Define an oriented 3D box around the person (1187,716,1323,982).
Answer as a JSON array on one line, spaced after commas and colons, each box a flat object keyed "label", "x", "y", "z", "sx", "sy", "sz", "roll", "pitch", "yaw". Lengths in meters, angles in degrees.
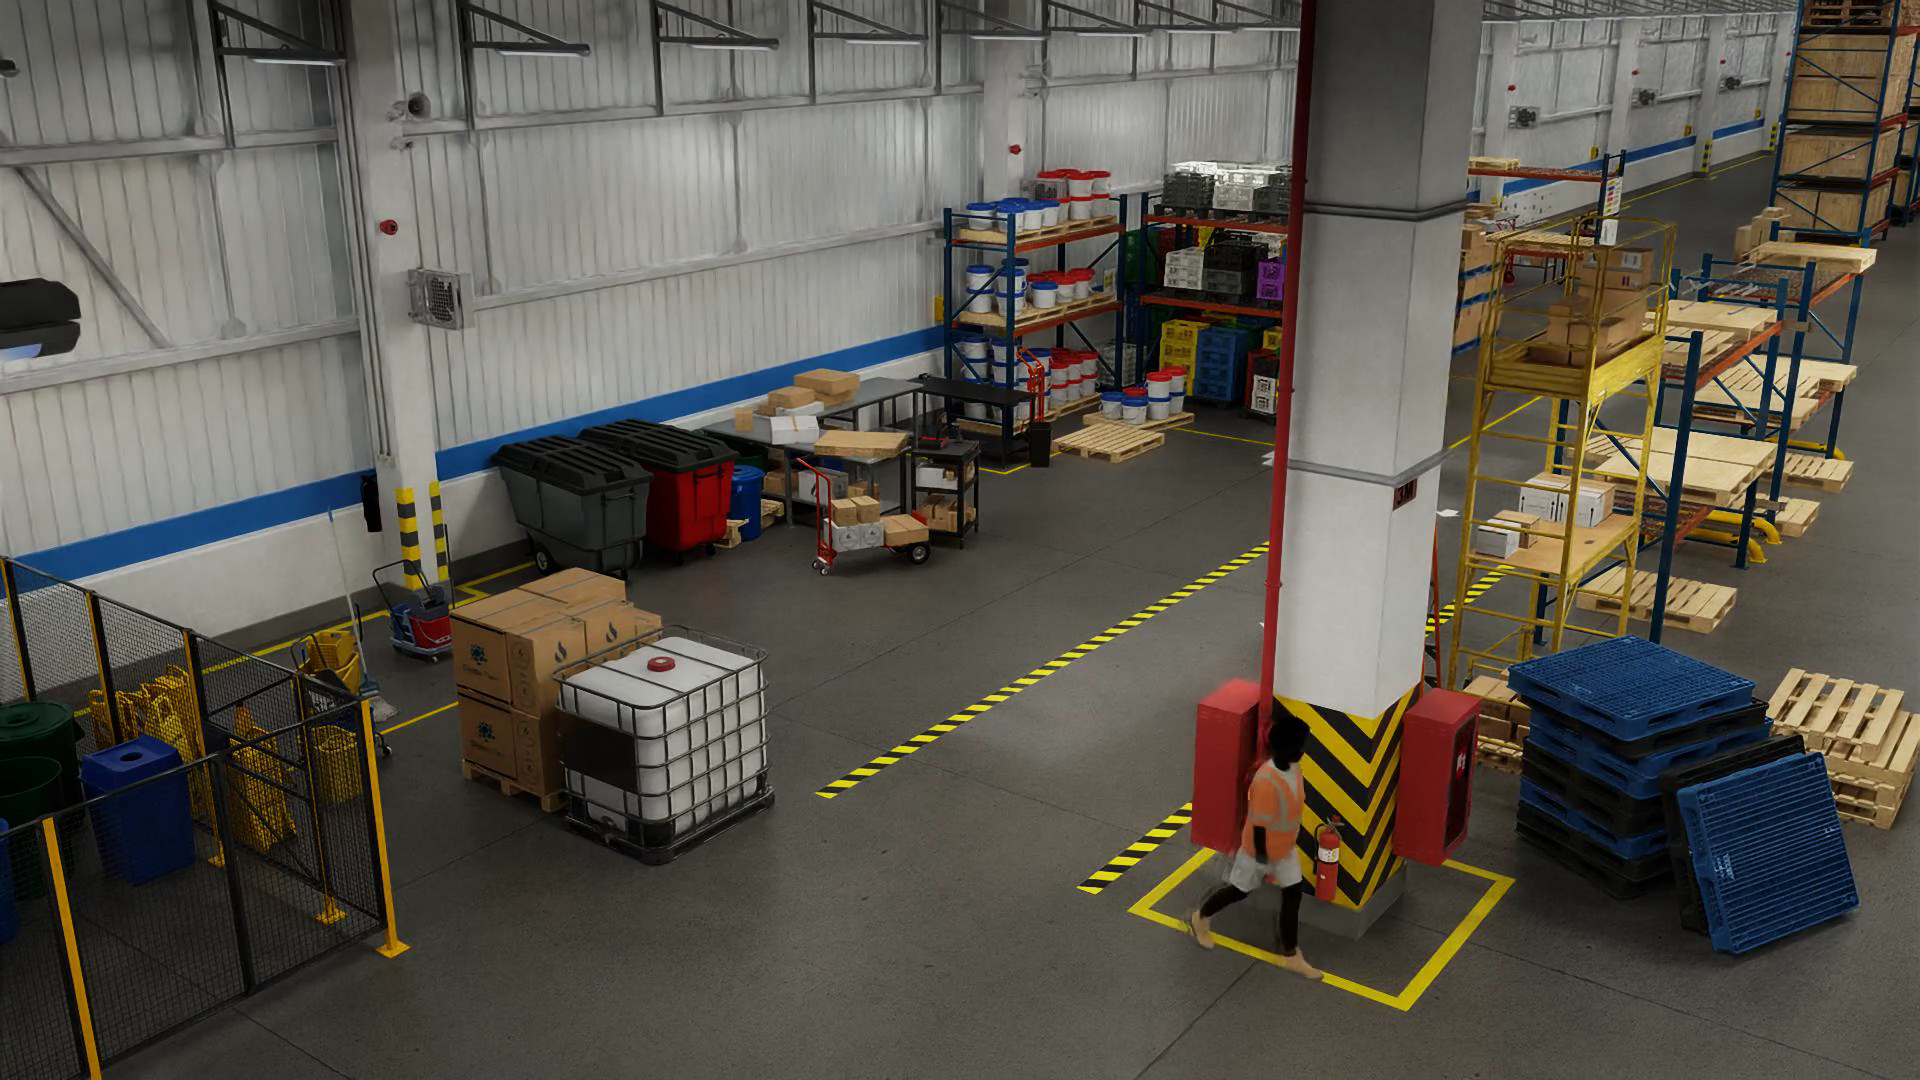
[{"label": "person", "x": 1.799, "y": 1.805, "z": 10.037, "sx": 0.862, "sy": 1.657, "sz": 0.530, "roll": 14, "pitch": 23, "yaw": 36}]
